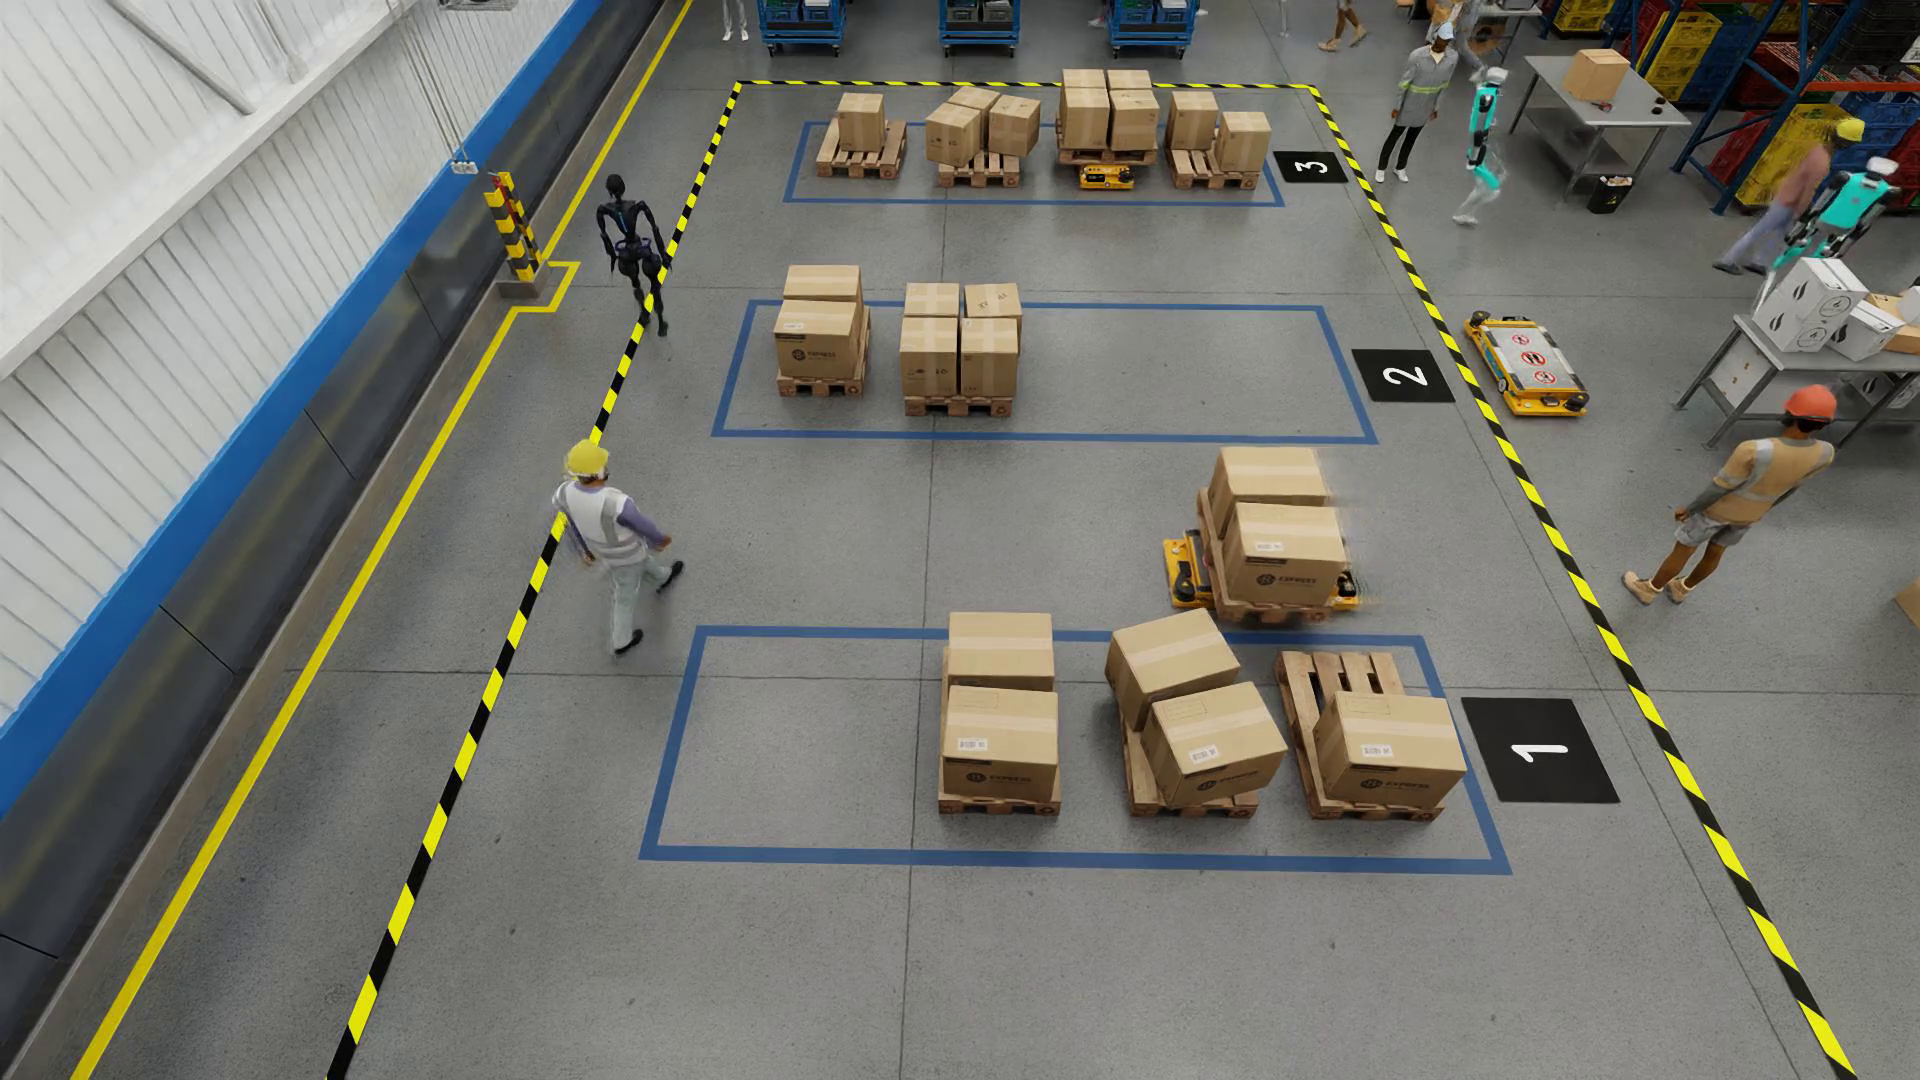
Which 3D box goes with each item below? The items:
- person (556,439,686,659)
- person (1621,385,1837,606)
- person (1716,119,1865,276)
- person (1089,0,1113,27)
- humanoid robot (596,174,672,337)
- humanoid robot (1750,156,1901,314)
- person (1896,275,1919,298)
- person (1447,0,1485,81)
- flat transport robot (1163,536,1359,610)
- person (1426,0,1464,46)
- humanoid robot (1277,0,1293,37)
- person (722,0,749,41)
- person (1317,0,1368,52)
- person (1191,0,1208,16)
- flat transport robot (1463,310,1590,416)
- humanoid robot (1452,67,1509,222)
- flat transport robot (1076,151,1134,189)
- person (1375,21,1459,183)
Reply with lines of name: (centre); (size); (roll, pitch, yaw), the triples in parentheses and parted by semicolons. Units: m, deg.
person: (-2.427, 0.021, 6.523); (0.575, 1.776, 0.962); (22, 53, 18)
person: (5.525, -0.258, 6.592); (0.604, 2.032, 0.397); (1, 49, 1)
person: (8.793, -3.519, 9.597); (0.674, 1.736, 0.537); (26, 54, 21)
person: (2.465, -8.989, 14.244); (0.894, 1.874, 0.626); (-1, 49, -1)
humanoid robot: (-3.182, -2.805, 9.026); (0.601, 1.647, 0.458); (-7, 49, -6)
humanoid robot: (8.694, -3.086, 9.273); (0.541, 1.819, 0.870); (31, 56, 24)
person: (10.363, -3.161, 9.237); (0.332, 1.837, 0.506); (-25, 54, -20)
person: (7.268, -7.381, 12.971); (0.681, 1.701, 0.518); (13, 50, 11)
flat transport robot: (2.390, 0.230, 7.316); (1.431, 0.197, 0.652); (1, 49, 1)
person: (6.639, -7.204, 12.667); (0.371, 1.933, 0.550); (3, 49, 2)
humanoid robot: (5.244, -8.797, 14.183); (0.820, 1.786, 0.608); (-5, 49, -5)
person: (-3.539, -8.617, 13.937); (0.516, 1.865, 0.327); (1, 49, 0)
person: (5.846, -8.212, 13.497); (0.628, 1.995, 0.697); (16, 51, 13)
person: (3.792, -9.337, 14.576); (0.776, 1.836, 0.535); (-16, 51, -13)
flat transport robot: (5.573, -1.757, 9.054); (0.659, 0.231, 1.431); (1, 49, 1)
humanoid robot: (5.960, -4.336, 10.331); (0.810, 1.794, 0.552); (16, 51, 14)
flat transport robot: (1.845, -4.982, 11.827); (0.652, 0.197, 1.431); (1, 49, 1)
person: (5.494, -5.224, 11.008); (0.588, 1.852, 0.375); (-1, 49, -1)
